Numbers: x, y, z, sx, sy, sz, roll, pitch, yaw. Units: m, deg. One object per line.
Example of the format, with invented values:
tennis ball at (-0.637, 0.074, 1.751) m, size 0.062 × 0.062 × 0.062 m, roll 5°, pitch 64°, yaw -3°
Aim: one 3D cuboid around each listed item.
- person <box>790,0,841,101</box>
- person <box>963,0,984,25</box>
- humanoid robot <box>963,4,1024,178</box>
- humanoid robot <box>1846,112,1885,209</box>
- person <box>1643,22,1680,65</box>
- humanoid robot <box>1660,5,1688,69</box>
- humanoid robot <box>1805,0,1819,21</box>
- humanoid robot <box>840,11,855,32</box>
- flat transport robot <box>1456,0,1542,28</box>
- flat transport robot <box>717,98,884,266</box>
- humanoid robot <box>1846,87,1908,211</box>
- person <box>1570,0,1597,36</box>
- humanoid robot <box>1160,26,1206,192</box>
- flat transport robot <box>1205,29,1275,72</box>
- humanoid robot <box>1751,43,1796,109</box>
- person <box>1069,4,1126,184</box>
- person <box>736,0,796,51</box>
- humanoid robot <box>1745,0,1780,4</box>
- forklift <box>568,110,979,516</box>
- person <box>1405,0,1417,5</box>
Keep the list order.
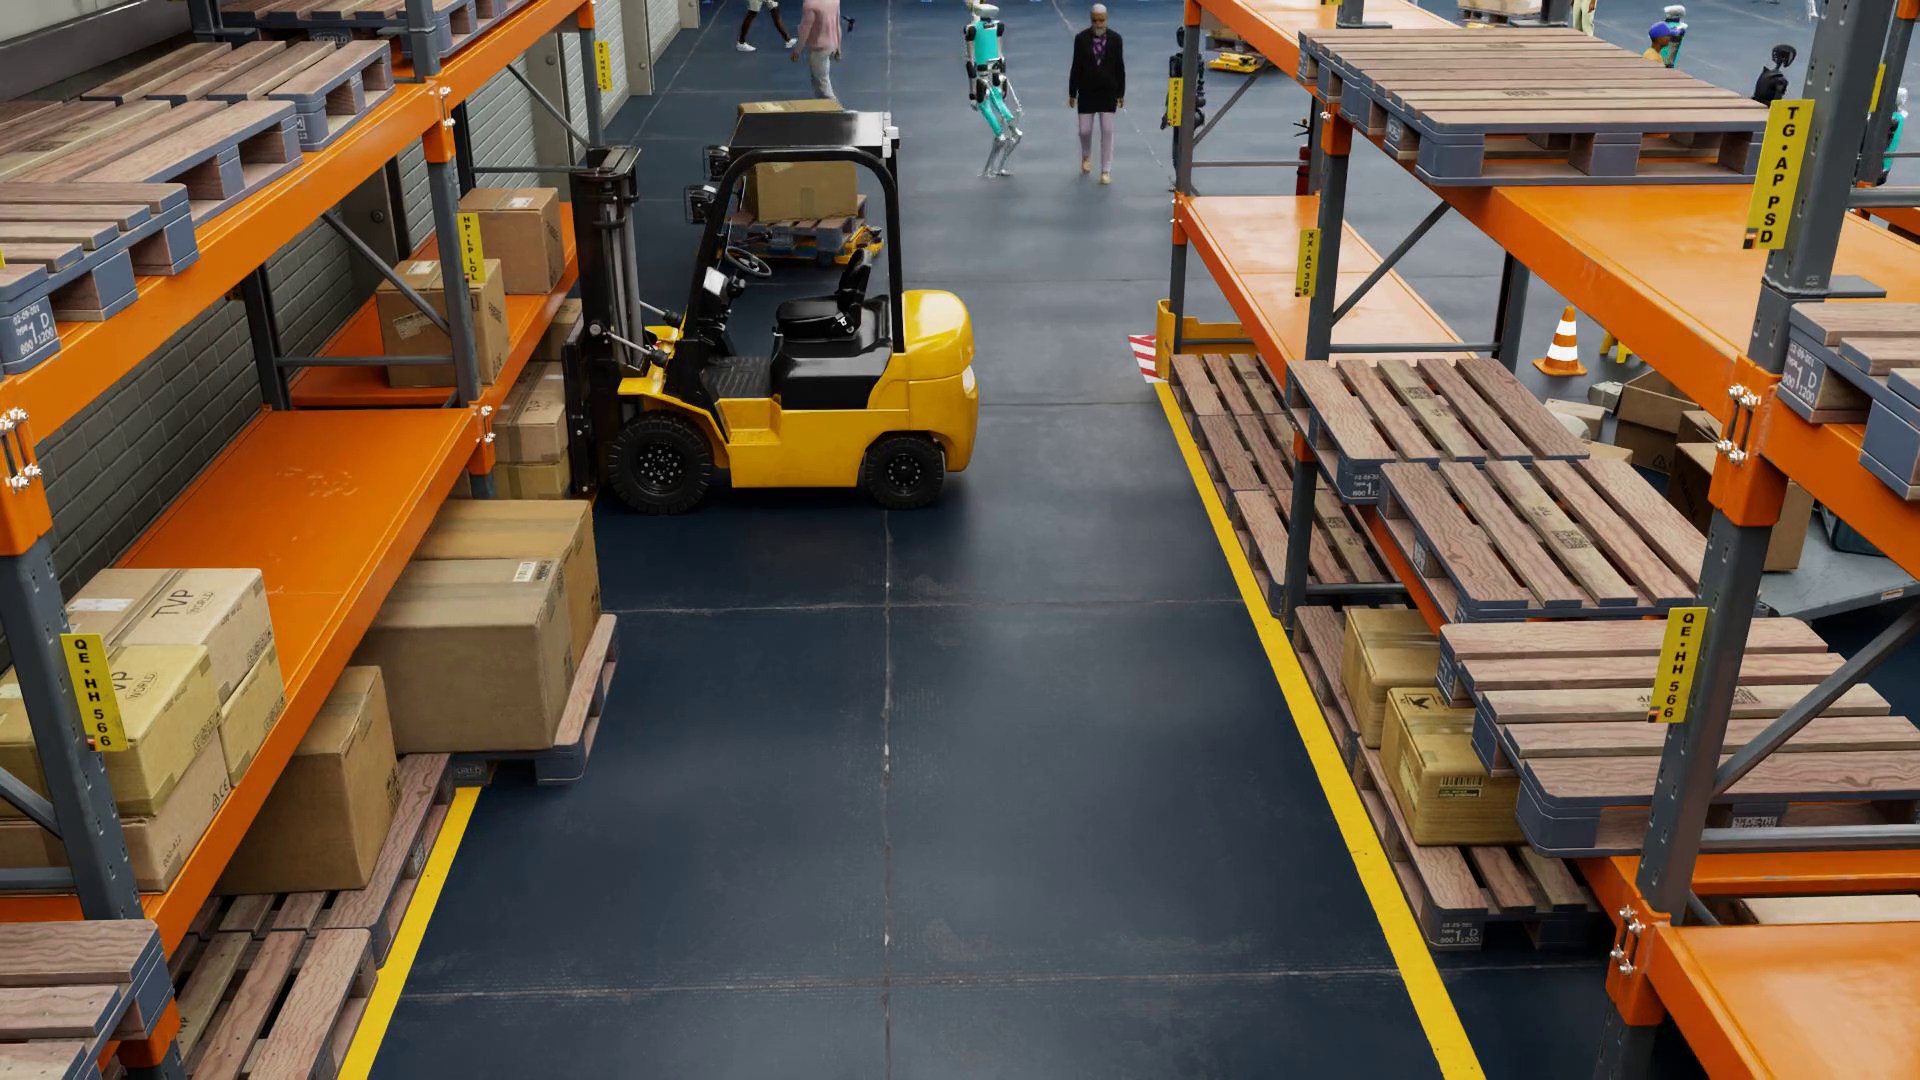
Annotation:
person at (-1.673, -5.762, 19.587) m, size 0.633 × 1.916 × 0.641 m, roll 11°, pitch 27°, yaw 22°
person at (0.255, -7.922, 24.387) m, size 0.420 × 1.713 × 0.604 m, roll 1°, pitch 25°, yaw 2°
humanoid robot at (0.412, -4.687, 17.498) m, size 0.675 × 1.784 × 0.532 m, roll 23°, pitch 34°, yaw 40°
humanoid robot at (7.513, -2.965, 13.918) m, size 0.315 × 1.657 × 0.599 m, roll -1°, pitch 25°, yaw -1°
person at (6.954, -4.345, 16.808) m, size 0.338 × 1.719 × 0.439 m, roll 6°, pitch 26°, yaw 13°
humanoid robot at (7.148, -4.742, 17.705) m, size 0.870 × 1.842 × 0.537 m, roll 5°, pitch 26°, yaw 10°
humanoid robot at (14.486, -9.601, 28.029) m, size 0.543 × 1.885 × 0.740 m, roll -13°, pitch 28°, yaw -26°
humanoid robot at (-2.030, -8.915, 26.556) m, size 0.621 × 1.637 × 0.587 m, roll 11°, pitch 27°, yaw 21°
flat transport robot at (8.711, -8.208, 26.685) m, size 1.431 × 0.231 × 0.659 m, roll -16°, pitch 30°, yaw -30°
flat transport robot at (-1.452, -2.678, 14.974) m, size 1.431 × 0.231 × 0.659 m, roll 4°, pitch 26°, yaw 9°
humanoid robot at (7.095, -2.720, 13.394) m, size 0.668 × 1.840 × 0.543 m, roll 13°, pitch 28°, yaw 26°
person at (8.919, -7.689, 23.689) m, size 0.401 × 1.893 × 0.519 m, roll -6°, pitch 26°, yaw -12°
humanoid robot at (2.279, -4.389, 16.958) m, size 0.612 × 1.641 × 0.345 m, roll -23°, pitch 34°, yaw -39°
flat transport robot at (4.300, -6.989, 24.105) m, size 0.659 × 0.231 × 1.431 m, roll 22°, pitch 33°, yaw 39°
humanoid robot at (7.679, -3.960, 16.072) m, size 0.422 × 1.650 × 0.610 m, roll 2°, pitch 25°, yaw 3°
person at (1.440, -4.683, 17.393) m, size 0.598 × 1.826 × 0.596 m, roll 2°, pitch 25°, yaw 4°
person at (-2.925, -8.311, 25.069) m, size 1.087 × 1.828 × 0.522 m, roll 0°, pitch 25°, yaw 0°
humanoid robot at (14.642, -10.526, 29.956) m, size 0.583 × 1.639 × 0.557 m, roll -21°, pitch 32°, yaw -37°
forklift at (-1.043, -1.379, 9.976) m, size 2.313 × 2.155 × 1.214 m, roll -1°, pitch 25°, yaw -2°
person at (6.884, -8.511, 25.497) m, size 0.561 × 1.837 × 0.386 m, roll -20°, pitch 32°, yaw -36°
